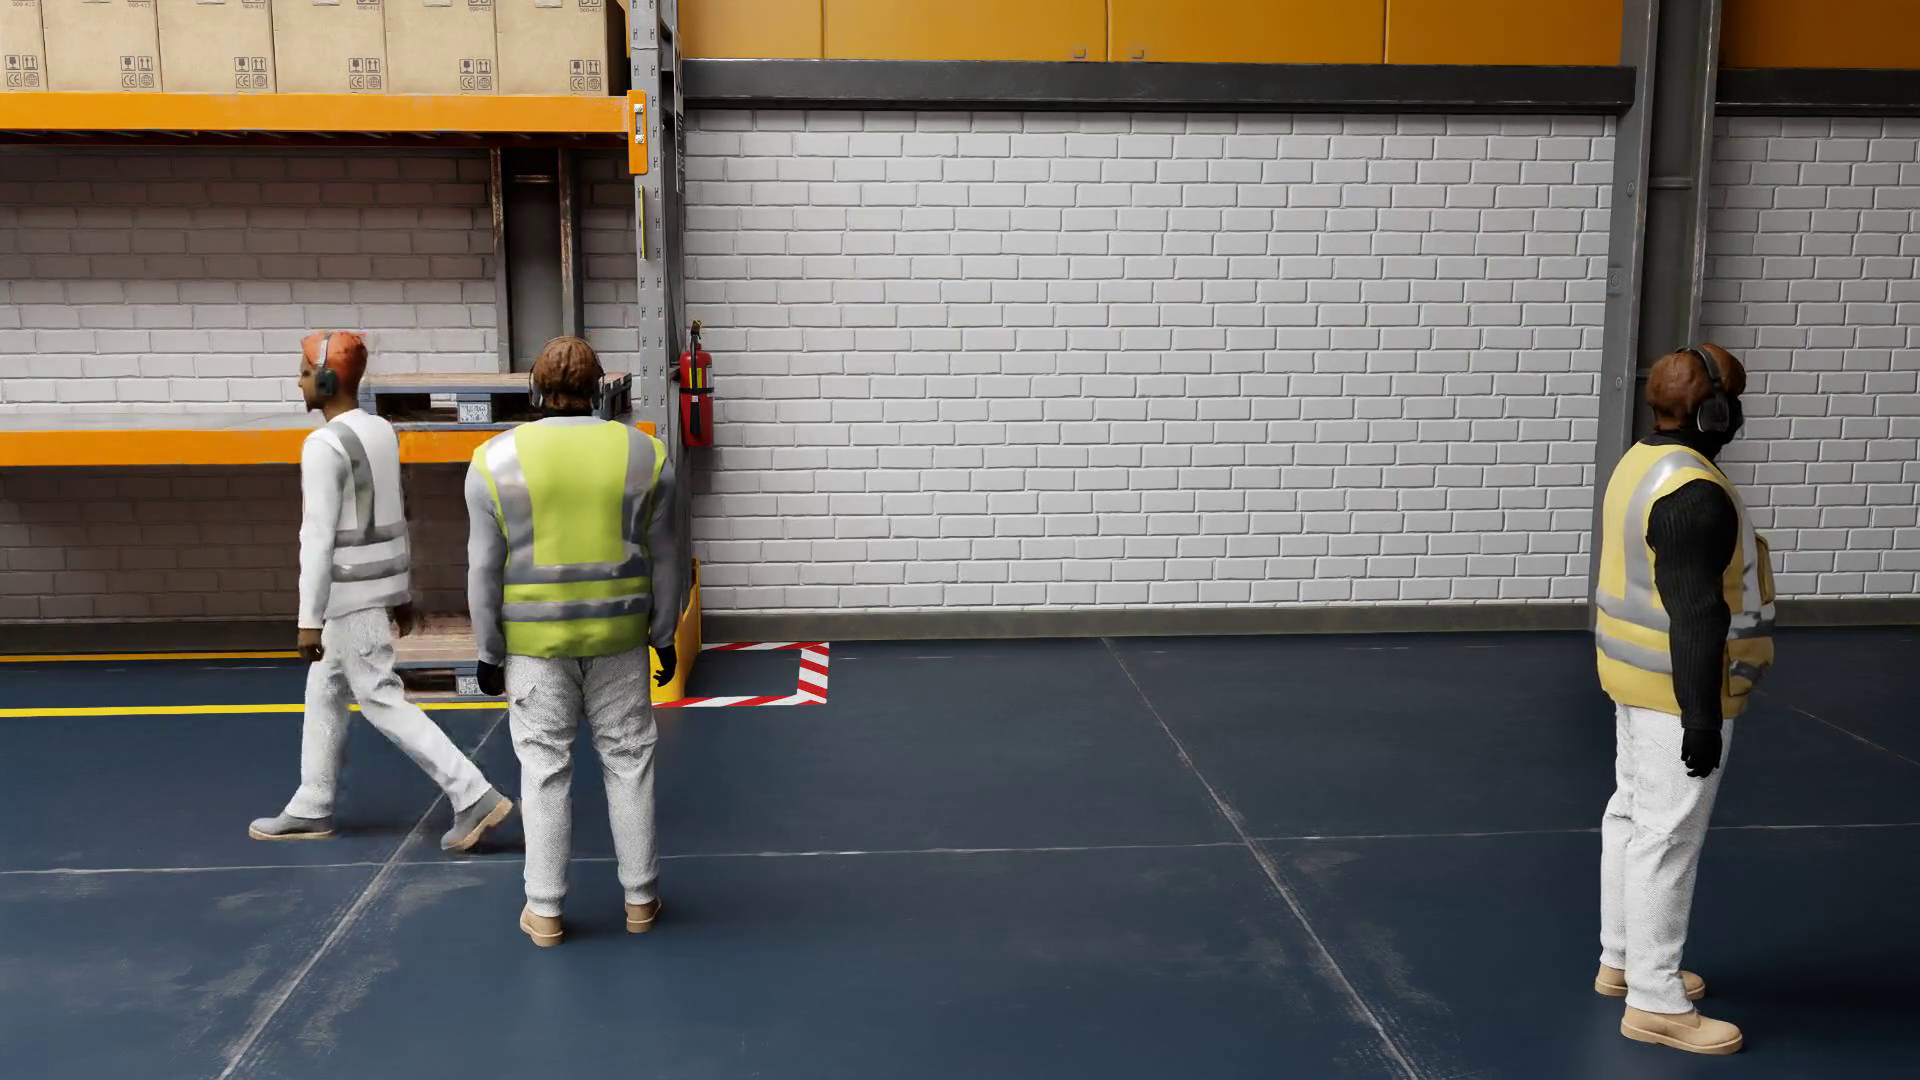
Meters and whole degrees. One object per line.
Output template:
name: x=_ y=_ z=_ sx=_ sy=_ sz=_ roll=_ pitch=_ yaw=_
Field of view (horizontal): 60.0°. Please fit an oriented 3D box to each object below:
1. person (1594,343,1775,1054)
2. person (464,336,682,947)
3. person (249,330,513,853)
person: x=1.914 y=0.406 z=4.422 sx=0.429 sy=1.846 sz=0.633 roll=2 pitch=9 yaw=10
person: x=-1.164 y=0.306 z=5.059 sx=0.633 sy=1.841 sz=0.429 roll=-3 pitch=10 yaw=-20
person: x=-2.043 y=0.191 z=5.804 sx=0.966 sy=1.847 sz=0.586 roll=0 pitch=9 yaw=2
